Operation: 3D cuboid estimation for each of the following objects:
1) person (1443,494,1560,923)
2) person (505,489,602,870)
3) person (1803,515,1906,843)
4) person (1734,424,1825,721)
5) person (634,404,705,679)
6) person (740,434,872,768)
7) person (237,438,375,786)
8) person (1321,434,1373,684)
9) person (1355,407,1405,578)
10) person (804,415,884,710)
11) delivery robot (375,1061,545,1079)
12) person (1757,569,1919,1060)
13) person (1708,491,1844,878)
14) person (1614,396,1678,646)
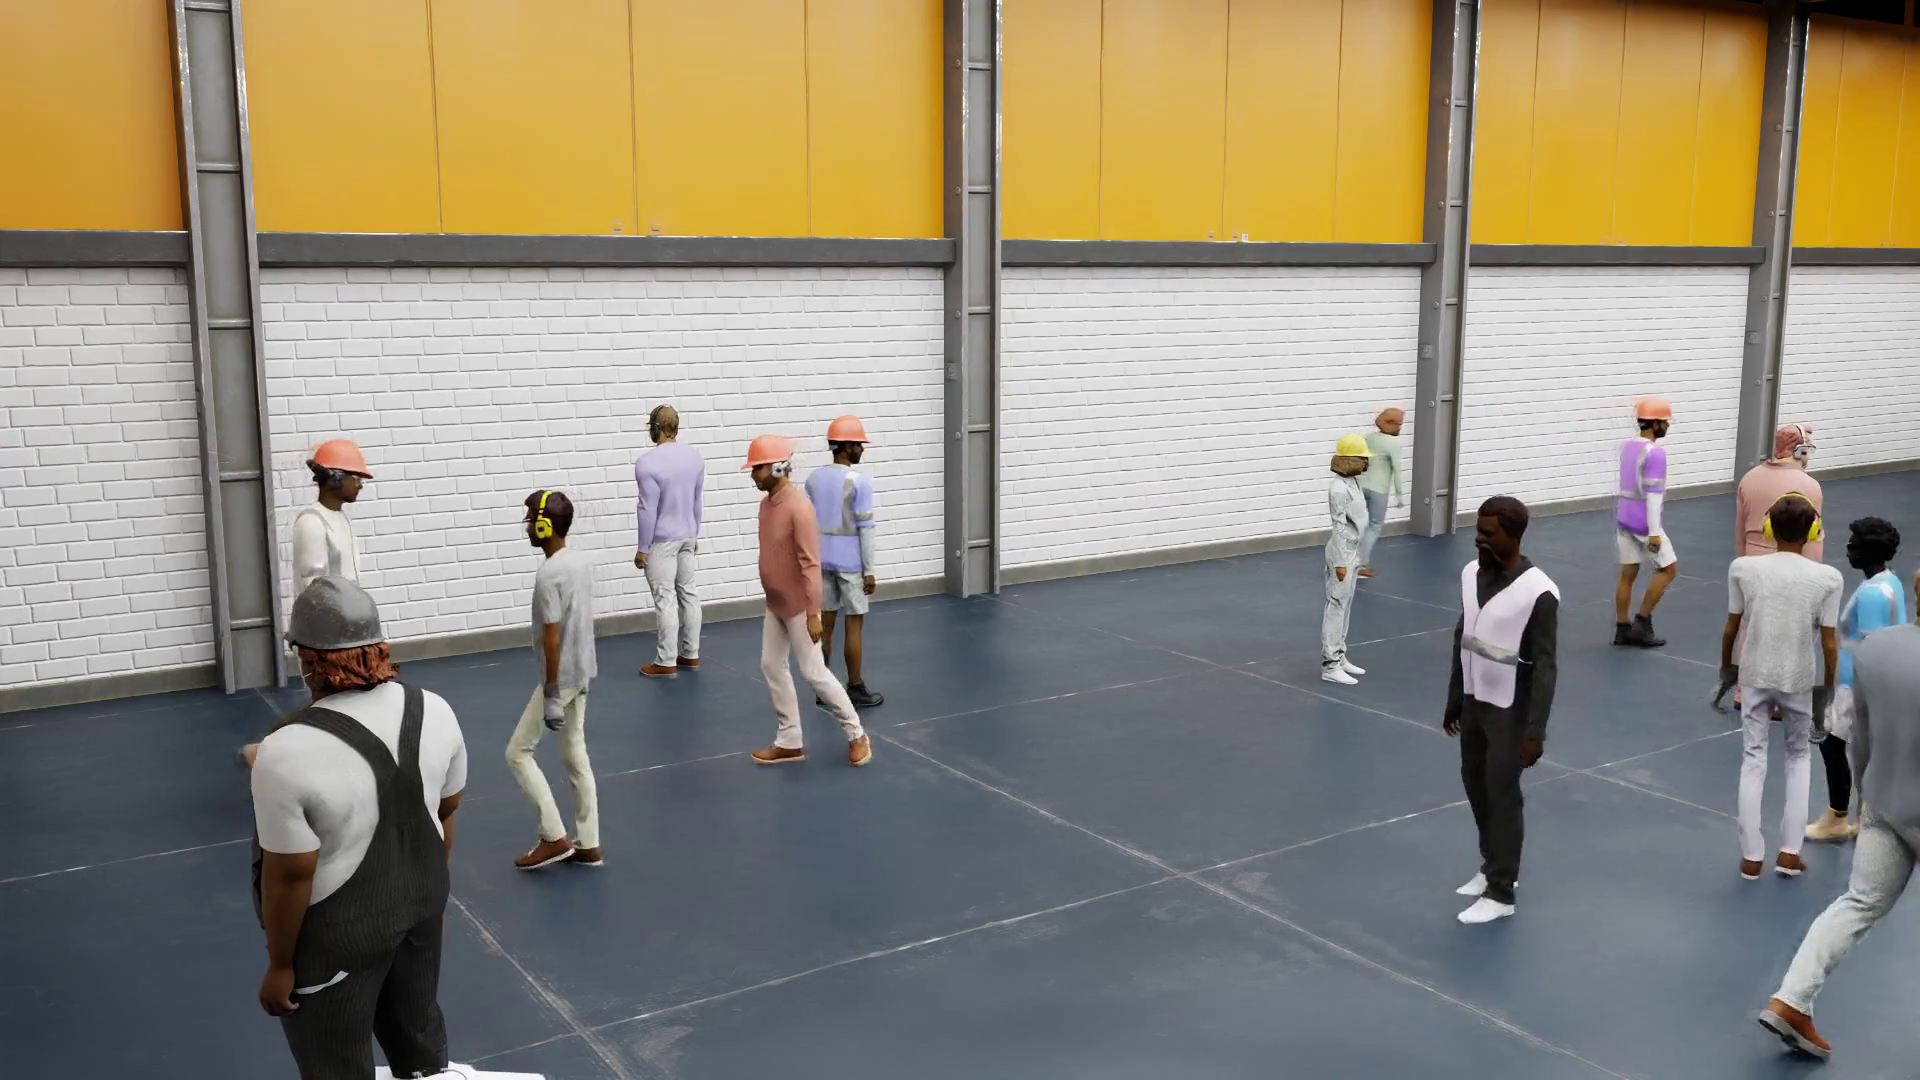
[{"bbox_3d":[2.407,0.744,7.445,0.401,1.926,0.599,-3,10,-18],"label":"person"},{"bbox_3d":[-1.976,0.675,8.003,0.511,1.852,0.533,2,10,13],"label":"person"},{"bbox_3d":[4.493,0.709,8.305,0.432,1.688,0.580,8,12,39],"label":"person"},{"bbox_3d":[5.292,0.202,10.700,0.403,1.904,0.652,-3,10,-16],"label":"person"},{"bbox_3d":[-2.061,0.009,11.761,0.369,1.939,0.631,6,11,31],"label":"person"},{"bbox_3d":[-0.901,0.352,9.676,0.709,1.957,0.646,-6,11,-30],"label":"person"},{"bbox_3d":[-3.423,0.465,8.819,0.749,2.010,0.615,0,9,-1],"label":"person"},{"bbox_3d":[2.718,0.124,11.654,0.296,1.744,0.488,4,10,23],"label":"person"},{"bbox_3d":[3.875,-0.435,15.442,0.472,1.598,0.517,-4,10,-21],"label":"person"},{"bbox_3d":[-0.763,0.146,10.951,0.547,1.934,0.376,7,12,36],"label":"person"},{"bbox_3d":[-1.633,1.766,5.051,0.707,0.478,0.477,1,10,5],"label":"delivery robot"},{"bbox_3d":[3.410,0.983,6.015,0.957,1.906,0.642,-2,10,-14],"label":"person"},{"bbox_3d":[3.870,0.686,7.931,0.566,1.862,0.433,5,11,30],"label":"person"},{"bbox_3d":[5.242,-0.130,12.635,0.498,1.923,0.566,-1,9,-7],"label":"person"}]
